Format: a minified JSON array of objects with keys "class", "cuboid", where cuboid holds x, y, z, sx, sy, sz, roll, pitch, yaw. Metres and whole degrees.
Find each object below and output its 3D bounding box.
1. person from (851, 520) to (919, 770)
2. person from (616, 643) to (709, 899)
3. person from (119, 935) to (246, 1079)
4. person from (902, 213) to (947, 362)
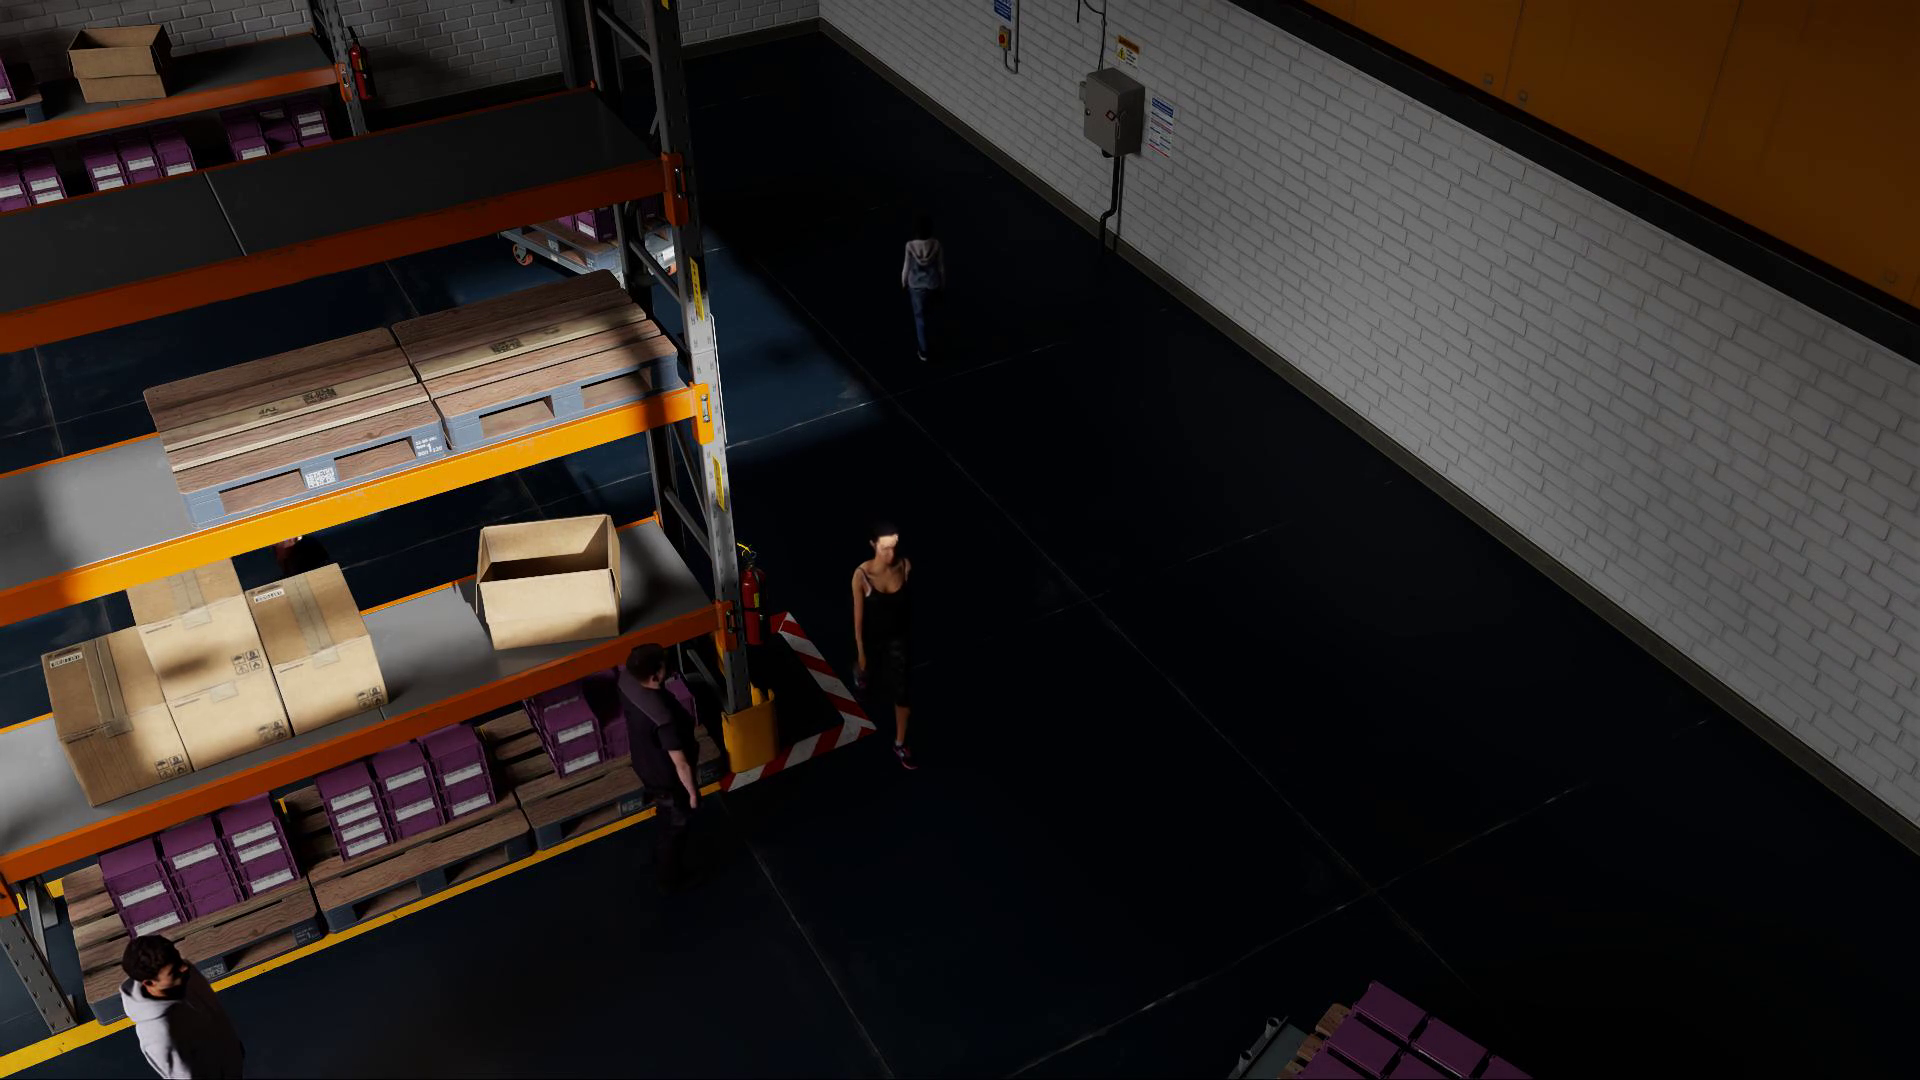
[{"class":"person","cuboid":[-0.503,0.558,10.124,1.063,1.697,0.746,-13,41,-16]},{"class":"person","cuboid":[-1.690,1.293,9.095,0.643,1.833,0.757,-24,44,-27]},{"class":"person","cuboid":[-3.437,2.453,7.565,0.700,1.931,0.740,-9,40,-12]},{"class":"person","cuboid":[-0.295,-2.077,13.804,0.880,1.223,0.728,-8,39,-9]}]
